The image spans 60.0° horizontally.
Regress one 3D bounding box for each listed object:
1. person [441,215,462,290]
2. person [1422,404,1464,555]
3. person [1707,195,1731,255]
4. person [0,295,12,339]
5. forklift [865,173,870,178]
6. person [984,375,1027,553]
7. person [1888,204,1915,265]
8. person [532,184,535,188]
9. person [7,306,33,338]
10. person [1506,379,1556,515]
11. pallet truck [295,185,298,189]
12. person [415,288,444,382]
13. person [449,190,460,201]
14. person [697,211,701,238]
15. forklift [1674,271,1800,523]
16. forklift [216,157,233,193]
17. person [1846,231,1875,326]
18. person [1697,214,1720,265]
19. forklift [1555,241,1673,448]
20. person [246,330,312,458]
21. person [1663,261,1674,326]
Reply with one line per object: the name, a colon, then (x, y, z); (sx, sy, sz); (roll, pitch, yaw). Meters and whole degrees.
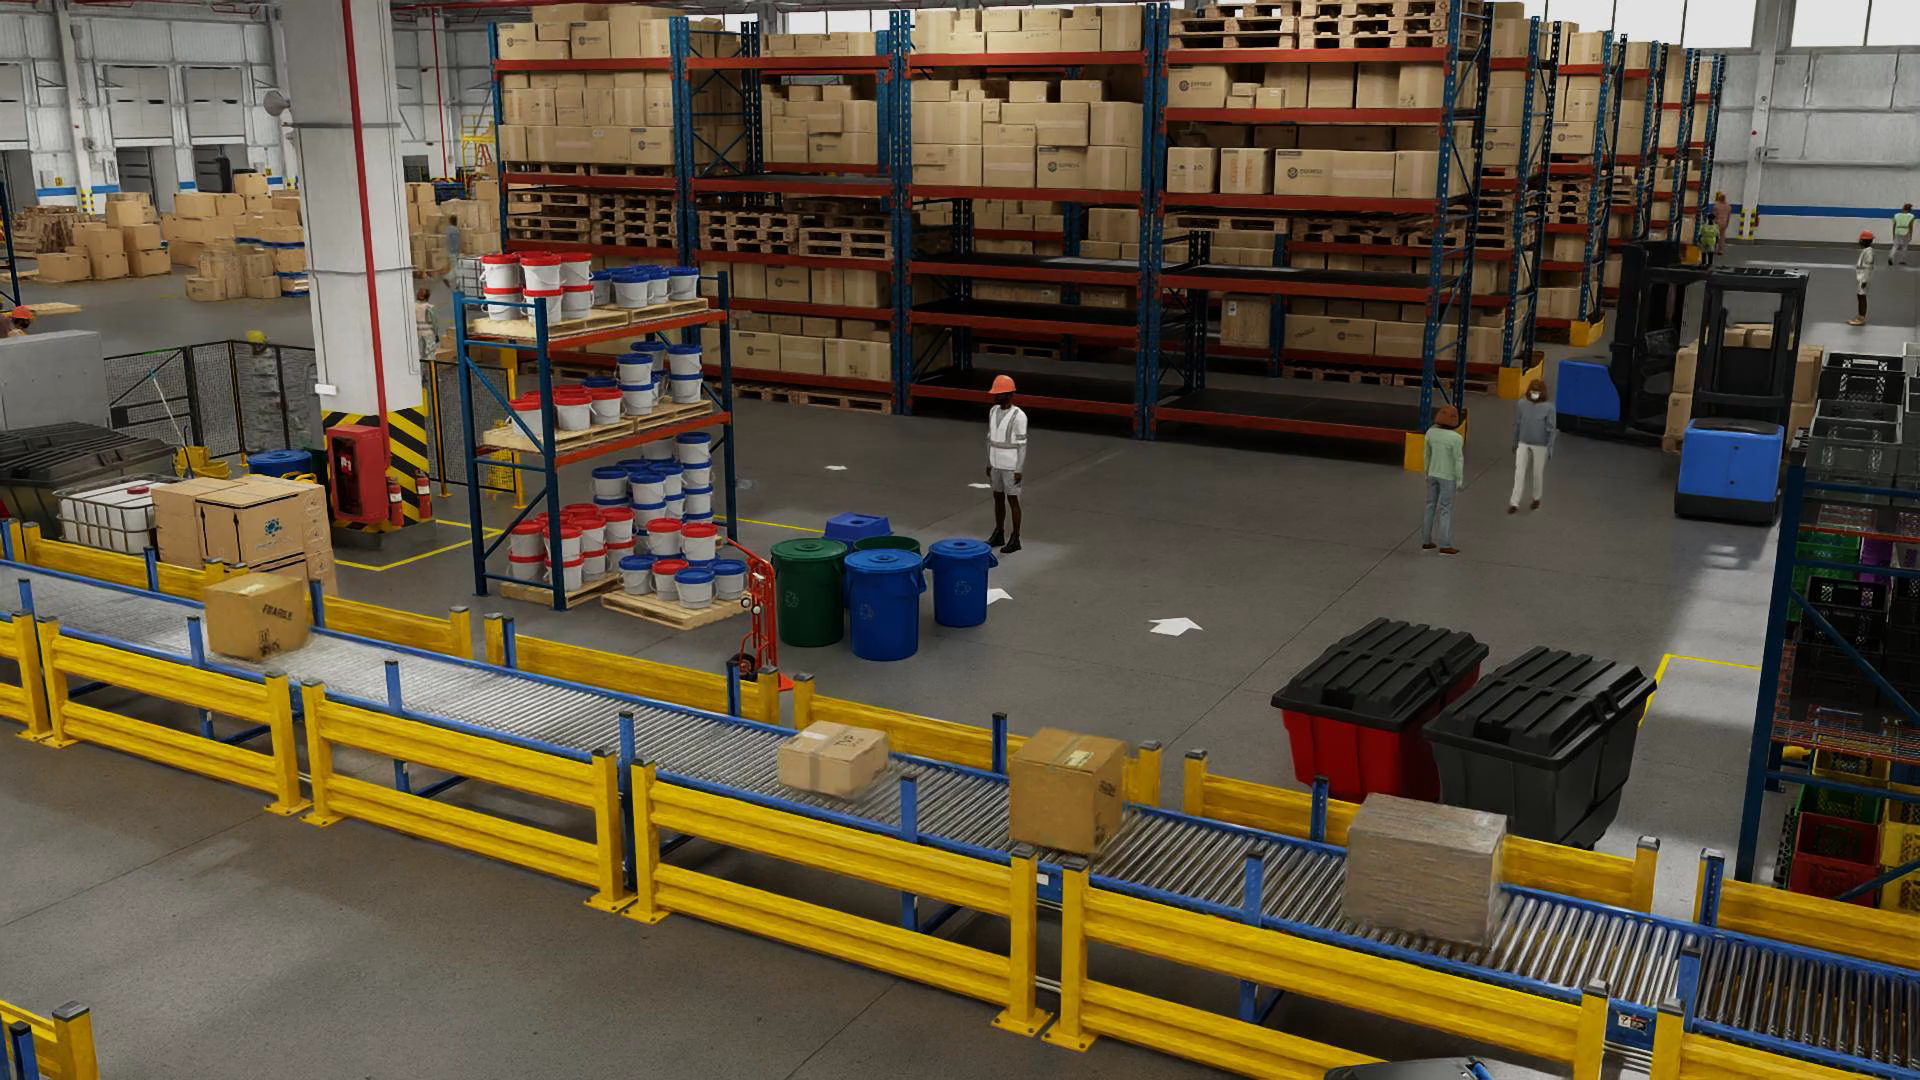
person: (-12.972, -7.349, 42.559); (0.608, 1.926, 0.645); (-9, 17, -30)
person: (5.216, -0.657, 17.959); (0.285, 1.633, 0.499); (-10, 18, -34)
person: (23.853, -9.925, 52.355); (0.664, 1.856, 0.975); (-1, 15, -2)
person: (-15.515, -3.111, 26.931); (0.533, 1.767, 0.327); (3, 15, 11)
forklift: (-3.236, -13.631, 64.343); (1.129, 2.768, 1.873); (-3, 15, -11)
person: (0.471, -0.826, 18.009); (0.356, 1.937, 0.552); (-13, 20, -40)
person: (27.752, -9.002, 48.999); (0.848, 1.804, 0.576); (-13, 20, -40)
person: (-16.984, -13.468, 66.016); (0.533, 1.692, 0.322); (4, 15, 15)
person: (-13.407, -2.392, 23.899); (0.544, 1.939, 0.354); (12, 19, 39)
person: (6.790, -1.114, 19.731); (0.521, 1.603, 0.703); (11, 18, 35)
pallet truck: (-26.804, -14.617, 69.738); (1.885, 1.965, 0.823); (-14, 20, -42)
person: (-9.236, -3.536, 28.767); (0.518, 1.639, 0.313); (6, 16, 21)
person: (-16.175, -10.241, 53.404); (0.635, 1.937, 0.353); (-11, 18, -35)
person: (-6.835, -7.877, 44.405); (0.618, 1.993, 0.396); (-13, 20, -40)
forklift: (9.269, -1.763, 19.726); (1.129, 2.768, 1.873); (8, 17, 27)
forklift: (-25.124, -11.701, 57.087); (1.873, 2.768, 1.129); (-6, 16, -21)
person: (19.513, -5.661, 35.986); (0.391, 2.040, 0.615); (5, 16, 19)
person: (20.940, -8.286, 46.576); (0.543, 1.666, 0.803); (7, 17, 25)
forklift: (9.712, -2.869, 23.886); (1.129, 2.768, 1.873); (-13, 19, -39)
person: (-9.373, -2.002, 22.764); (0.946, 1.777, 0.626); (-5, 16, -17)
person: (13.098, -4.297, 31.142); (0.398, 1.899, 0.647); (-7, 16, -23)
